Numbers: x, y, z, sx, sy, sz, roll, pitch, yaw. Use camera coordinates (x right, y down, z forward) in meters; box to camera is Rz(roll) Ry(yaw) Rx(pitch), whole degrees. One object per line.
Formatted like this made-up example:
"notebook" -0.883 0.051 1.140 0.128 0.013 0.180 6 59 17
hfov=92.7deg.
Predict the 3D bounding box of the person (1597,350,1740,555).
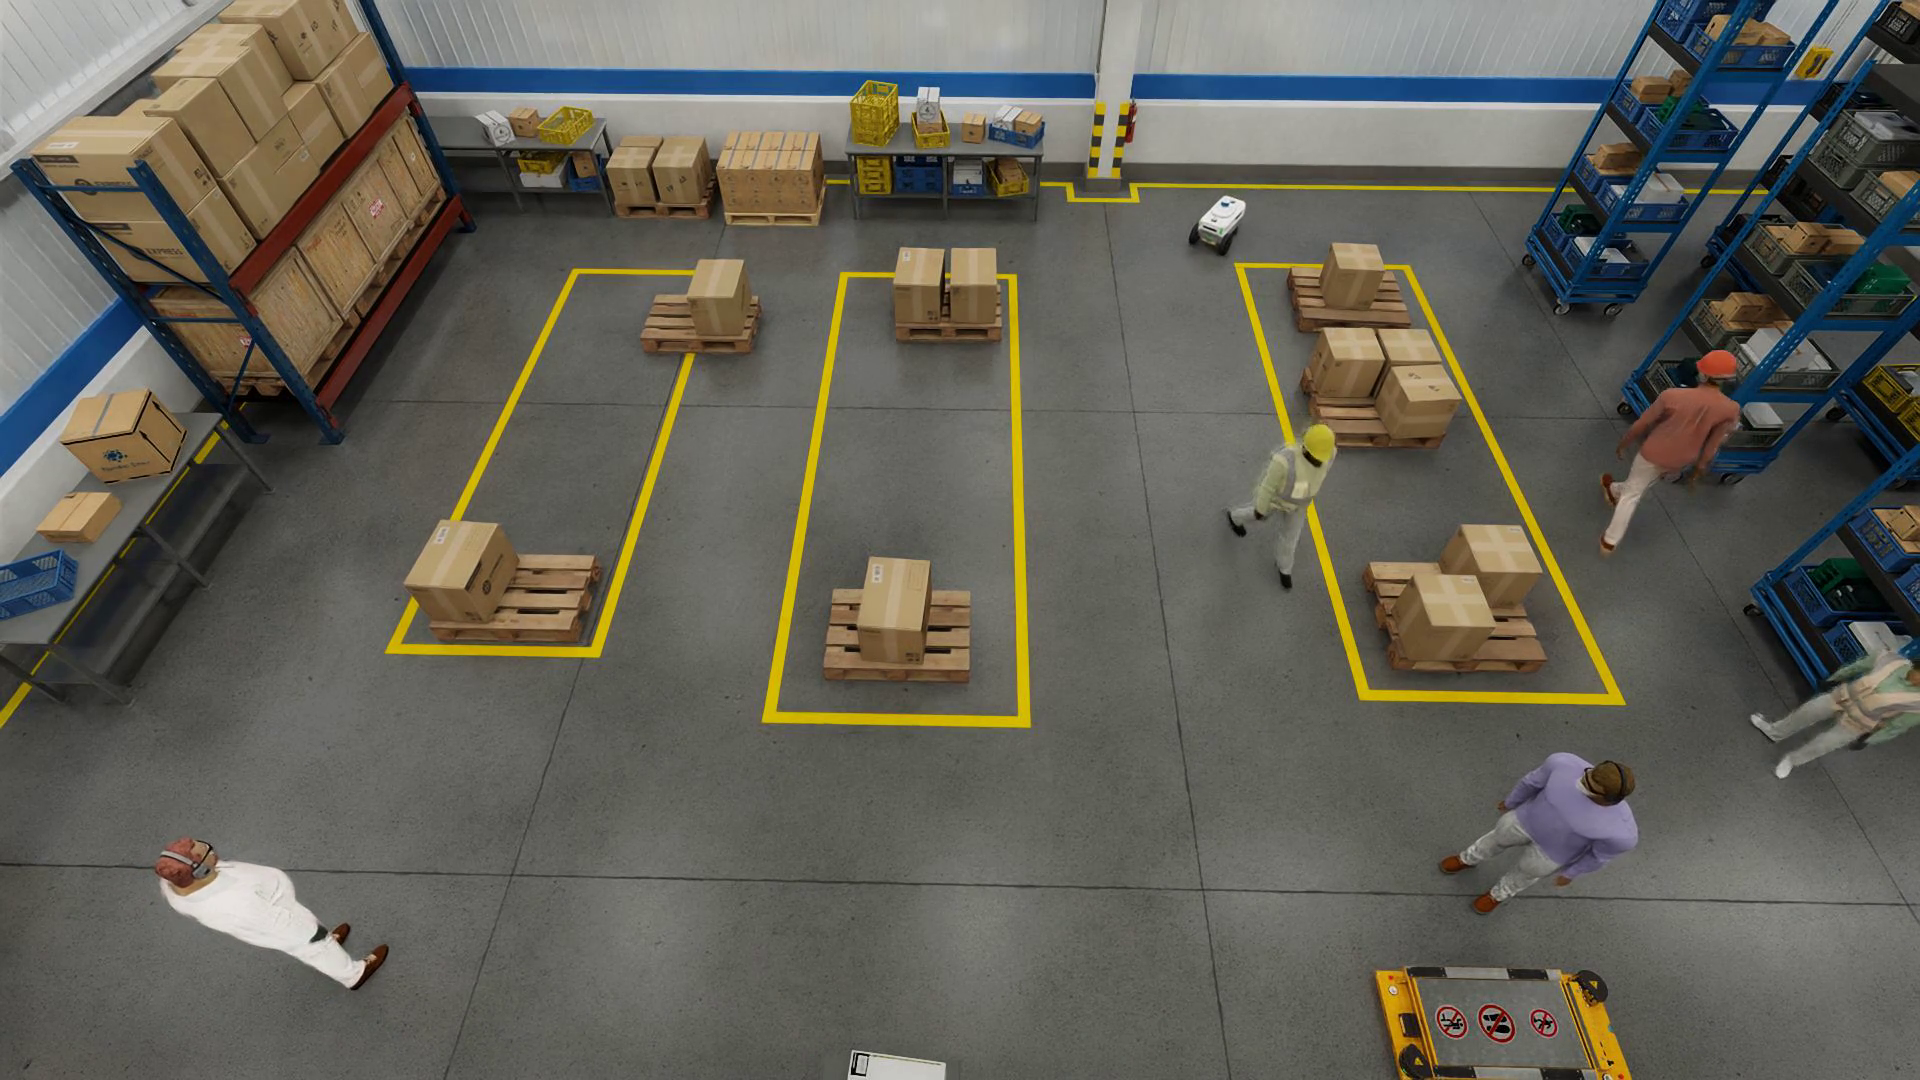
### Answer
"person" 6.173 -0.762 8.028 0.660 1.933 1.054 12 52 10

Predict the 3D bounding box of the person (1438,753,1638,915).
"person" 3.730 1.890 5.861 0.377 1.937 0.629 -17 53 -14

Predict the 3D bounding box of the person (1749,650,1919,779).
"person" 6.407 1.212 6.626 0.318 1.608 0.646 -3 51 -3

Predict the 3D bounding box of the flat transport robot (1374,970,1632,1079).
"flat transport robot" 3.501 3.133 5.914 1.431 0.197 0.652 1 51 1

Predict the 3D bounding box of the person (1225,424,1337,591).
"person" 2.782 -0.434 7.859 0.634 1.785 0.908 -12 52 -10

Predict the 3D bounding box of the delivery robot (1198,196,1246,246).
"delivery robot" 3.294 -4.052 11.528 0.477 0.478 0.707 29 56 22

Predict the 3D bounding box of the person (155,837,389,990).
"person" -4.171 2.273 5.575 0.644 1.899 0.405 17 53 14
